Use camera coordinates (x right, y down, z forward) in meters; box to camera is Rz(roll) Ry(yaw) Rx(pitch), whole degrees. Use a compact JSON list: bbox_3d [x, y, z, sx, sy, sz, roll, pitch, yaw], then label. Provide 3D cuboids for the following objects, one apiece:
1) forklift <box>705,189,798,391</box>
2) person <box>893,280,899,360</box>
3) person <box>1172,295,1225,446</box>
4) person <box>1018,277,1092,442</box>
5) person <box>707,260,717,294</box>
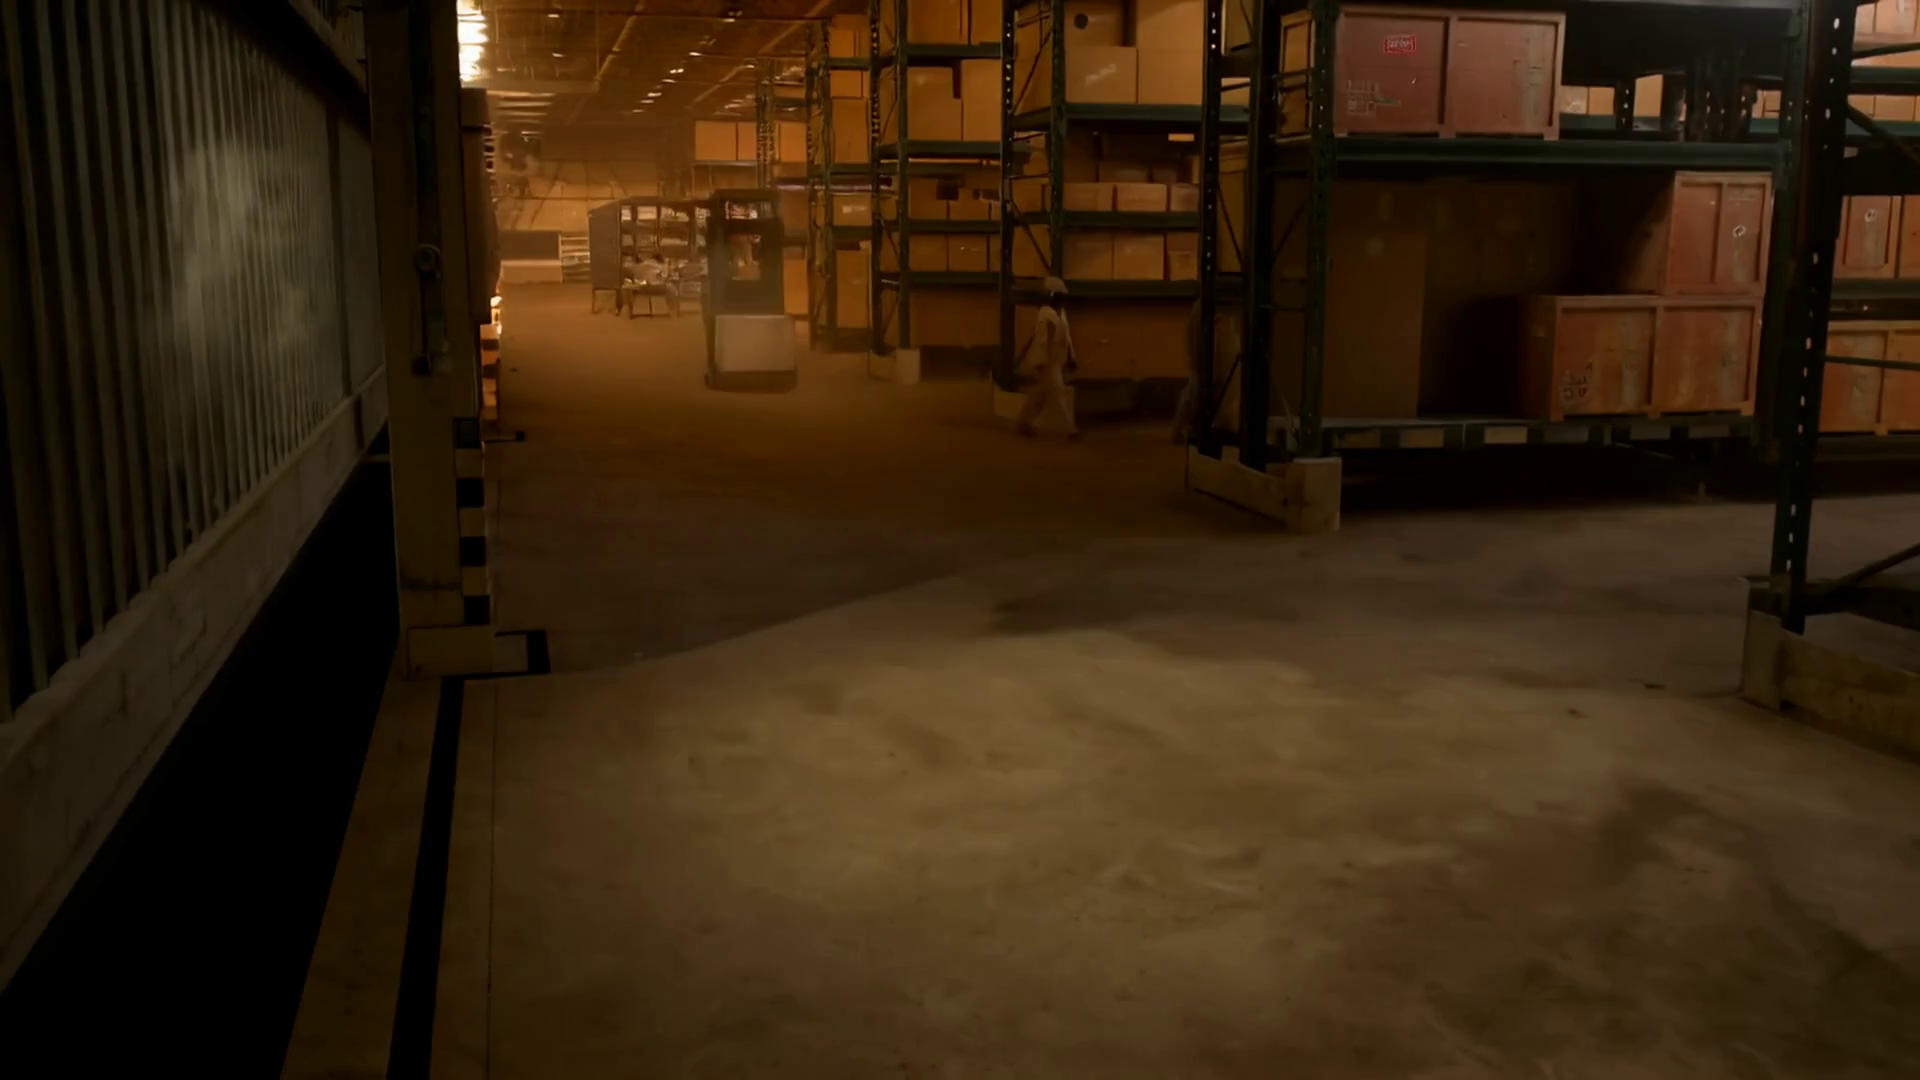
[{"bbox_3d":[-2.993,-3.577,23.627,1.129,2.768,1.873,-3,10,-15],"label":"forklift"},{"bbox_3d":[-0.868,-3.774,27.558,0.827,1.882,0.641,-2,10,-11],"label":"person"},{"bbox_3d":[2.577,-1.819,16.755,0.925,1.783,0.590,3,10,17],"label":"person"},{"bbox_3d":[0.971,-1.894,17.419,0.896,1.710,0.557,5,11,25],"label":"person"},{"bbox_3d":[-5.647,-5.686,38.838,0.484,1.719,0.413,-2,10,-13],"label":"person"}]
